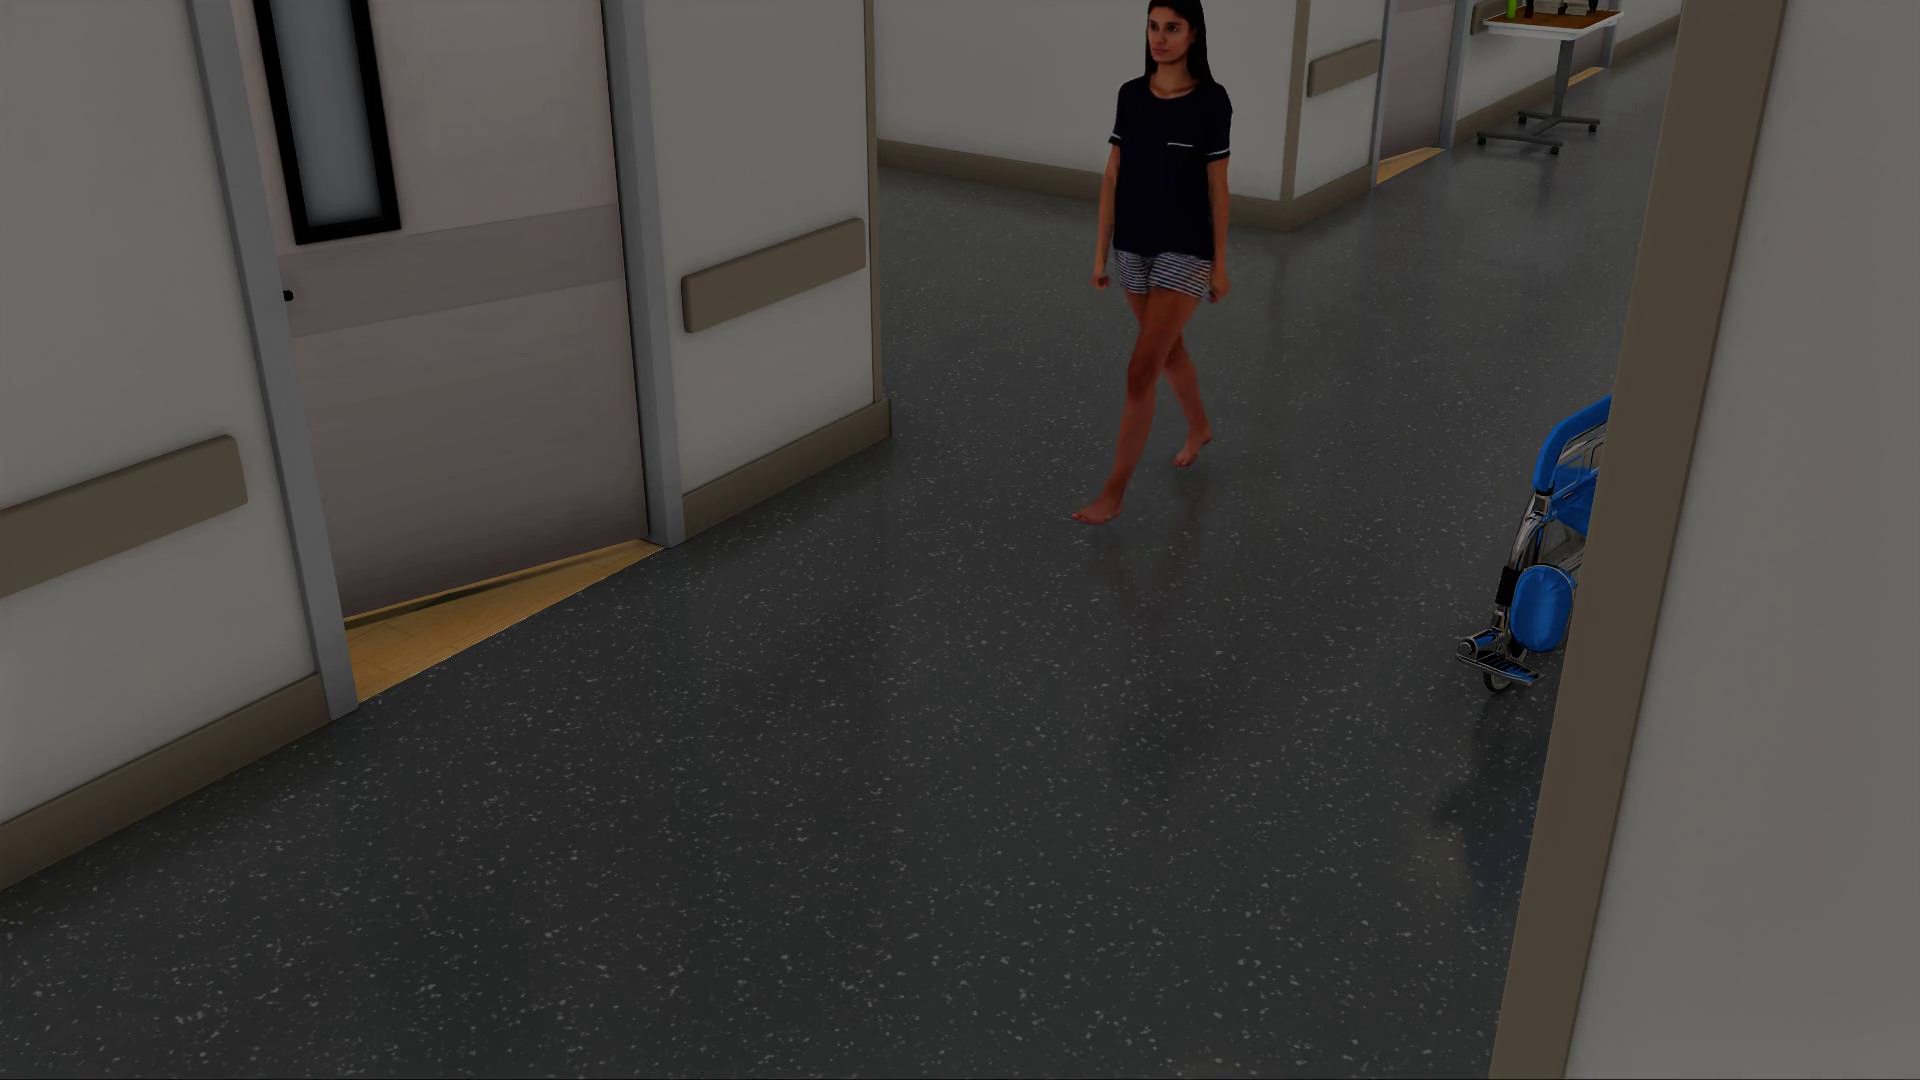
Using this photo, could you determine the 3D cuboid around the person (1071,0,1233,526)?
[{"bbox_3d":[0.733,-0.954,5.691,0.617,1.713,1.141,18,31,33],"label":"person"}]
